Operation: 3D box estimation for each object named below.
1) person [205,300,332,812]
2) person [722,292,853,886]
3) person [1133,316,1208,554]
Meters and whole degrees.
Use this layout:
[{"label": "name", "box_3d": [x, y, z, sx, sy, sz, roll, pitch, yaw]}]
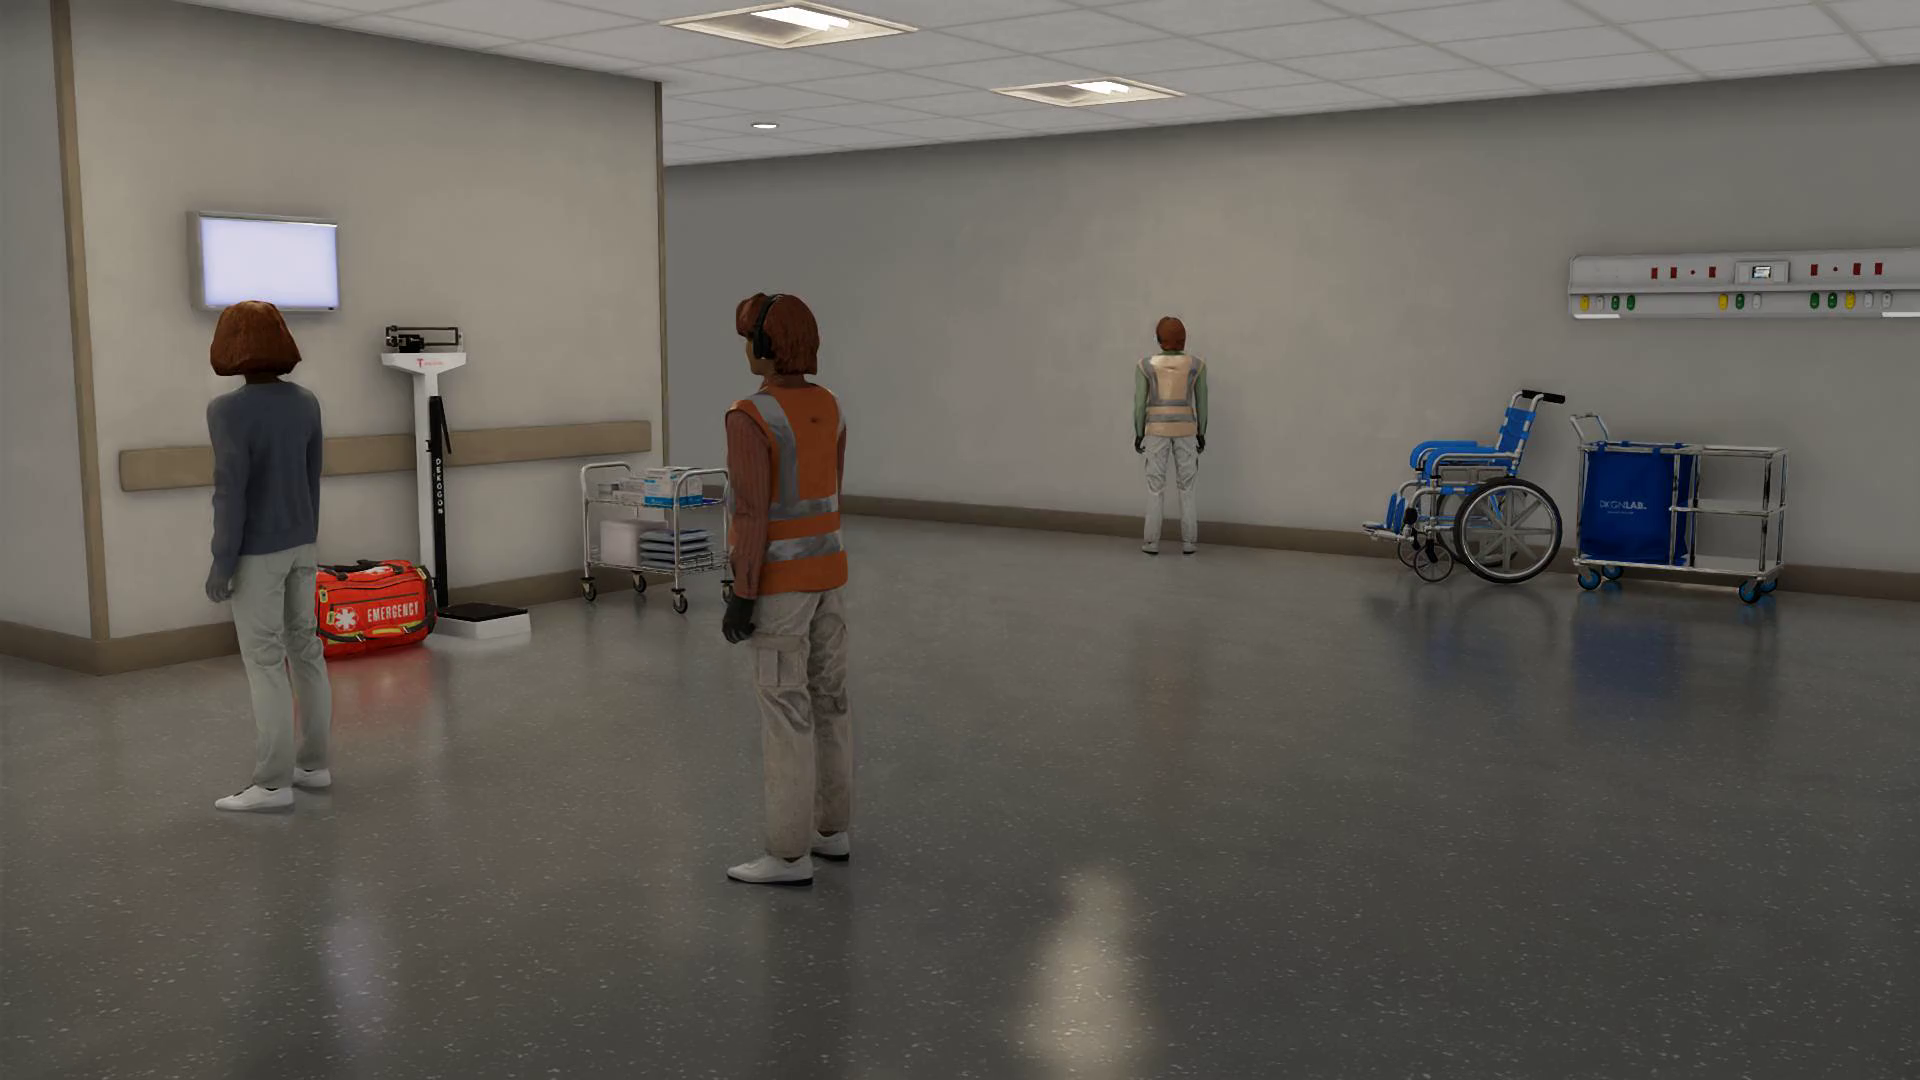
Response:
[{"label": "person", "box_3d": [-2.234, 0.052, 5.356, 0.281, 1.633, 0.500, 2, 7, 12]}, {"label": "person", "box_3d": [-0.478, 0.138, 4.634, 0.315, 1.641, 0.515, 4, 8, 26]}, {"label": "person", "box_3d": [1.452, -0.713, 11.469, 0.518, 1.645, 0.307, 0, 7, 0]}]
